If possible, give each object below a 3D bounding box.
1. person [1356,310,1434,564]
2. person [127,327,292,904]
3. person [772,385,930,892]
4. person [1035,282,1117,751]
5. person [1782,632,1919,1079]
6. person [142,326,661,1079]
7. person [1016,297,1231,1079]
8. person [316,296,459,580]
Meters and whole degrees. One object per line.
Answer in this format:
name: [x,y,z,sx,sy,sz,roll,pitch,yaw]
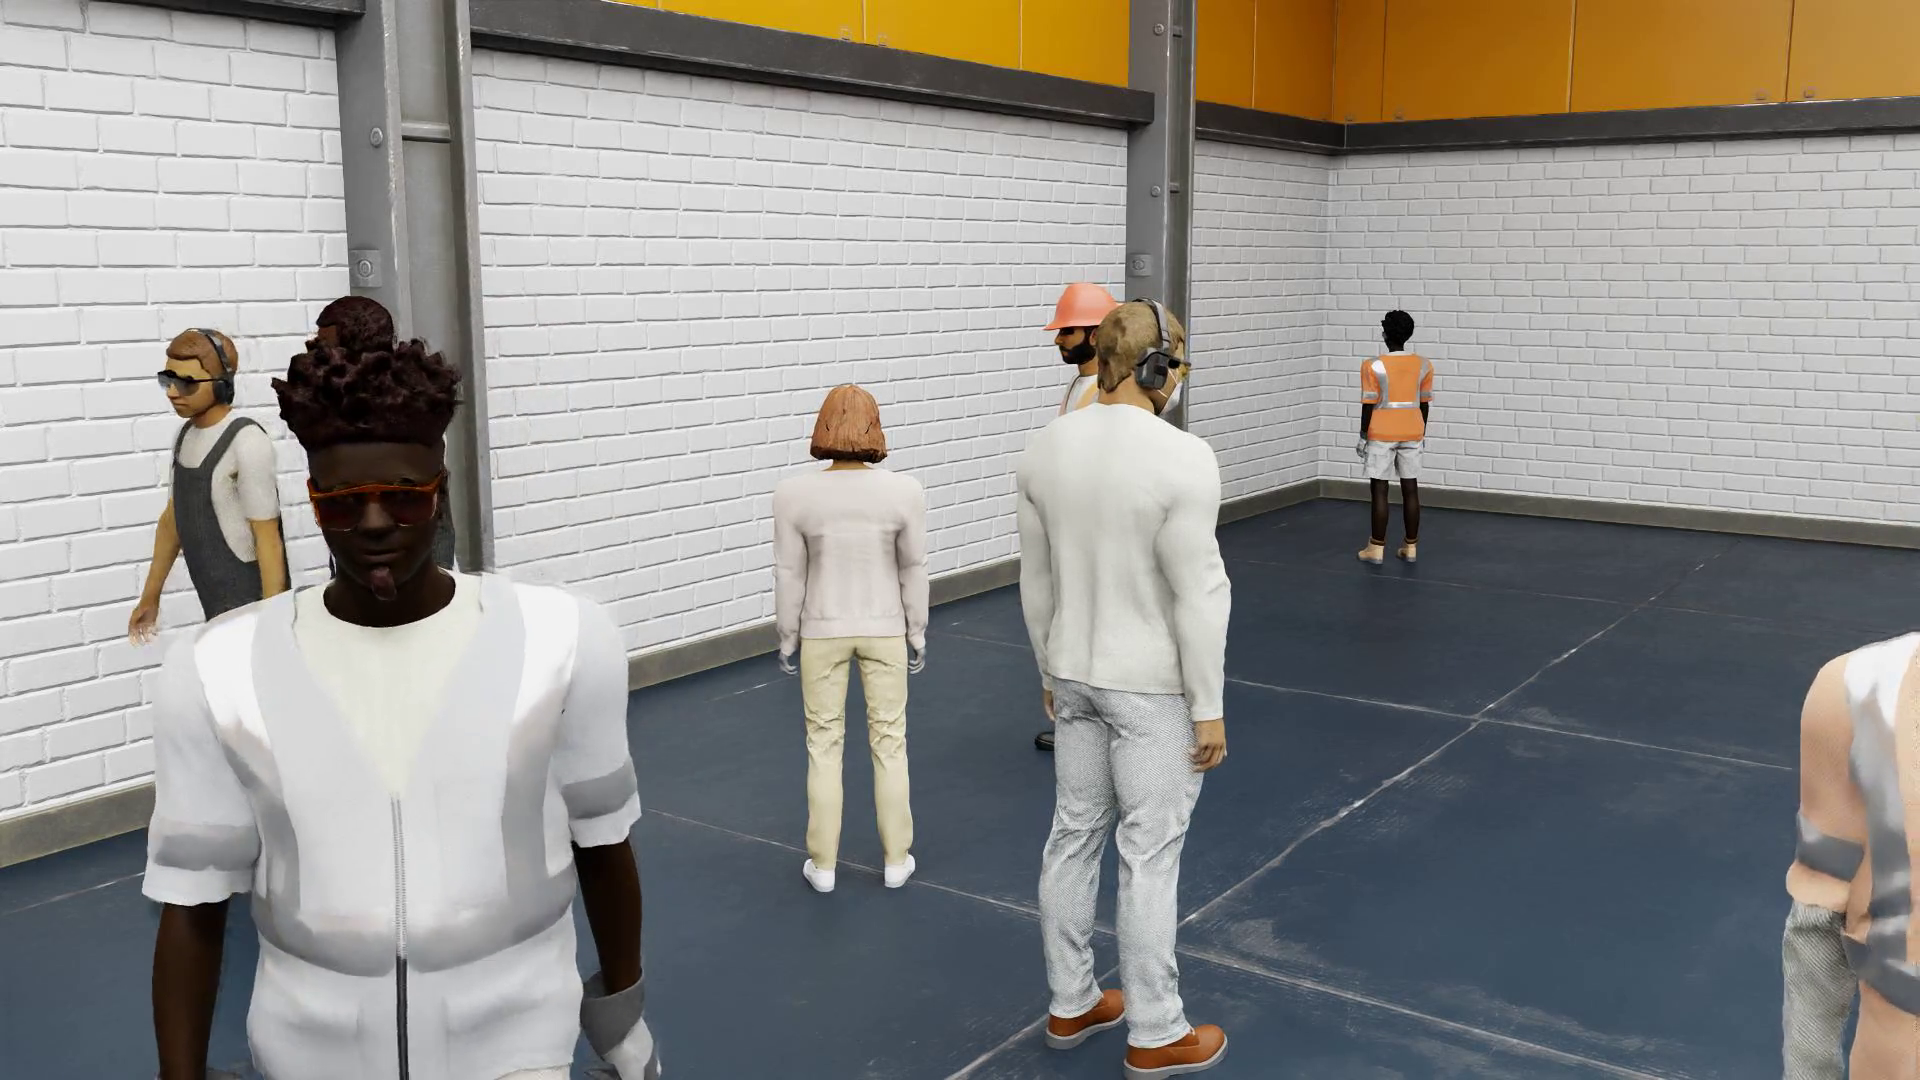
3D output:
person: [2.901,-0.684,11.138,0.533,1.697,0.318,-2,10,-15]
person: [-2.430,0.238,5.308,0.699,1.814,0.576,-8,12,-40]
person: [-0.345,0.321,5.338,0.497,1.633,0.284,-1,10,-6]
person: [0.505,-0.050,6.643,0.368,1.935,0.552,-3,10,-18]
person: [1.322,0.752,2.056,0.604,1.867,1.004,6,11,33]
person: [-0.708,0.706,2.140,0.639,1.928,0.927,-2,10,-11]
person: [0.412,0.371,4.150,0.371,1.933,0.627,-9,13,-42]
person: [-1.791,0.198,5.232,0.590,1.915,0.386,8,13,41]
